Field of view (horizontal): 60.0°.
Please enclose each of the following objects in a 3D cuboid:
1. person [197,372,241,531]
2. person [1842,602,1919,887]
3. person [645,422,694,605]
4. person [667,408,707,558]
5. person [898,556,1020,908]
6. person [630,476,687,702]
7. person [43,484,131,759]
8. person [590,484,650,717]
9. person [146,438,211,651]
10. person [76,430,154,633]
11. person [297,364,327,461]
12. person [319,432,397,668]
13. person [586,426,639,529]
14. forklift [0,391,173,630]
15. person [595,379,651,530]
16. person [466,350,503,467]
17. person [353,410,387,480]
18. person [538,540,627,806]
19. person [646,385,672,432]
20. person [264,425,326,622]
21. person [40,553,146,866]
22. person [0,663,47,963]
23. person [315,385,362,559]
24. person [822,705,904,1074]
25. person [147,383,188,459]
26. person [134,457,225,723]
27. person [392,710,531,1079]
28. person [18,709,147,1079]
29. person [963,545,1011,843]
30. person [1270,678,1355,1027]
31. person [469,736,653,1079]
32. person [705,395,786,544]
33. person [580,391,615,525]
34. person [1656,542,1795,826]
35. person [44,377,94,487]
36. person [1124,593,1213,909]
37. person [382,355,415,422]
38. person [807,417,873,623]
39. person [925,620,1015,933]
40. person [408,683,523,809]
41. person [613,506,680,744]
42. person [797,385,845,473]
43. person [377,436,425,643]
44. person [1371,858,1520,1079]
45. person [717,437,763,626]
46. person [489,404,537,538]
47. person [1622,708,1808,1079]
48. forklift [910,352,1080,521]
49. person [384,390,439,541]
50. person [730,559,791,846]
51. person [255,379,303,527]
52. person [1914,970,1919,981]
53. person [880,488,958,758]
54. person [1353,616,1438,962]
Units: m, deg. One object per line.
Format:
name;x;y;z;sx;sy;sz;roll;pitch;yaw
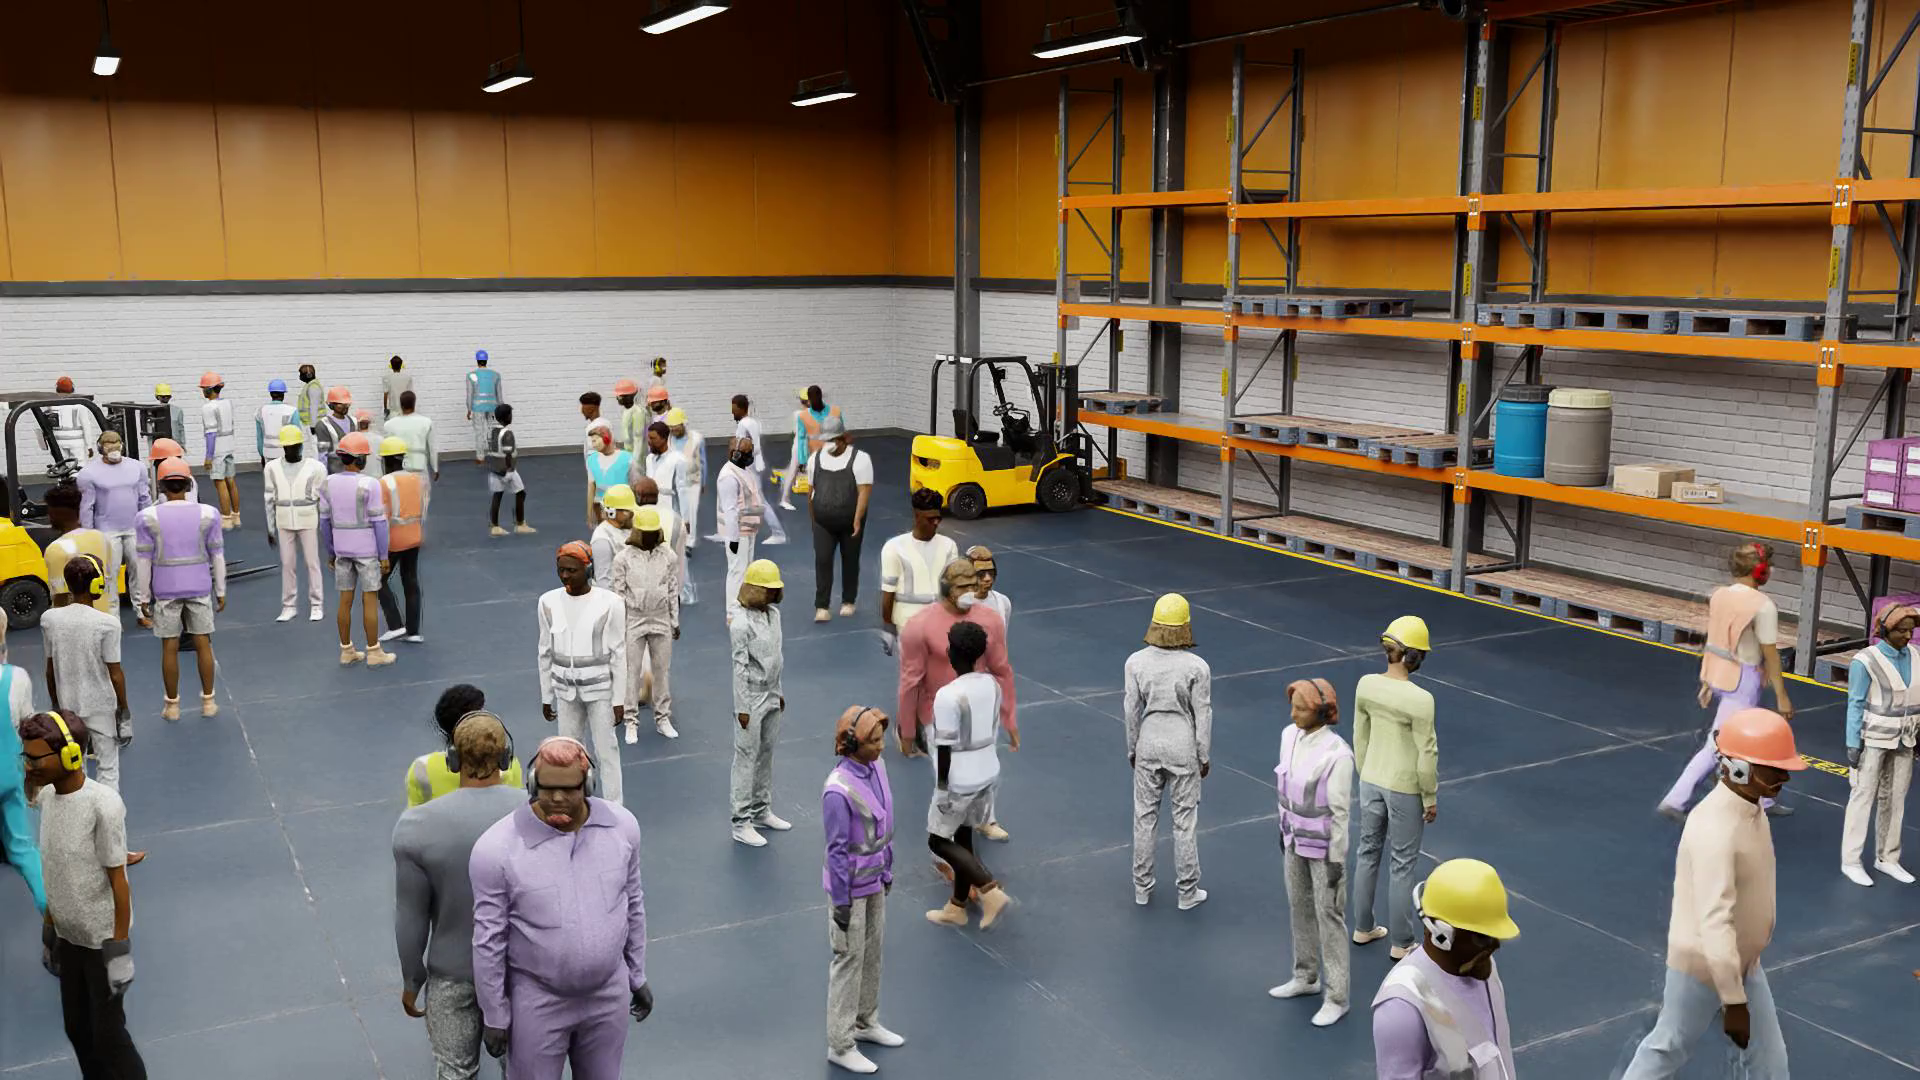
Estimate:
person;-9.557;-1.137;21.400;0.396;2.042;0.610;1;10;5
person;5.233;1.150;9.424;0.525;1.631;0.320;-3;10;-17
person;-3.051;-0.238;16.664;0.870;1.880;0.612;-8;13;-39
person;-3.282;-0.684;19.597;0.599;1.762;0.998;-1;10;-4
person;0.052;1.048;9.163;0.645;1.911;0.810;-6;12;-32
person;-2.438;0.418;13.121;0.665;1.819;0.583;-6;12;-33
person;-6.214;0.588;11.760;0.445;1.968;0.686;1;10;4
person;-2.620;0.468;12.811;0.403;1.818;0.604;1;10;8
person;-7.040;0.044;14.949;0.385;1.929;0.547;0;10;-1
person;-7.922;-0.079;15.657;0.379;1.929;0.636;9;13;42
person;-10.128;-1.832;26.011;0.429;1.836;0.627;-4;11;-22
person;-5.188;0.086;14.360;0.615;2.041;0.386;3;10;16
person;-3.561;-0.294;17.215;0.584;1.804;0.513;5;11;25
forklift;-9.026;-0.363;16.508;1.214;2.155;2.313;6;11;29
person;-4.153;-1.028;20.913;0.995;1.989;0.618;-6;11;-29
person;-7.943;-2.197;27.775;0.617;1.946;0.393;-7;12;-33
person;-7.085;-0.699;19.843;0.560;1.701;0.856;-3;10;-19
person;-2.265;0.927;10.017;0.568;1.878;0.351;2;10;13
person;-3.721;-0.965;20.751;0.388;1.929;0.547;-7;12;-36
person;-6.429;-0.161;16.119;0.590;1.925;0.383;-1;10;-7
person;-5.024;1.005;9.611;0.510;1.861;0.324;1;10;8
person;-4.832;1.247;8.344;0.861;1.818;0.517;5;11;29
person;-7.155;-0.774;19.314;0.389;2.041;0.614;5;11;25
person;-0.449;1.517;7.311;0.314;1.631;0.525;3;10;19
person;-11.033;-1.303;23.154;0.311;1.768;0.533;9;13;40
person;-5.950;0.378;12.725;0.611;2.032;0.411;-6;11;-31
person;-1.739;1.576;6.132;0.636;1.928;0.383;-5;11;-25
person;-3.389;1.557;6.451;0.525;1.854;0.333;6;11;30
person;0.099;0.939;10.018;0.507;1.847;0.351;-6;12;-32
person;1.648;1.435;7.790;0.313;1.630;0.520;-4;11;-22
person;-1.393;1.620;5.937;0.652;1.902;0.402;-7;12;-36
person;-2.609;-0.858;20.369;1.000;1.857;0.576;-1;10;-5
person;-4.274;-0.789;19.693;0.428;1.945;0.606;2;10;9
person;4.809;0.906;10.348;0.963;1.803;0.585;0;10;-2
person;-12.159;-1.290;22.739;0.584;1.883;0.346;-1;10;-5
person;1.140;1.150;9.098;0.485;1.744;0.295;4;11;21
person;-9.303;-2.127;27.601;0.509;1.872;0.329;-4;11;-22
person;-1.197;-0.217;16.114;0.678;2.000;0.931;1;10;8
person;0.077;1.254;8.697;0.508;1.674;0.531;6;12;33
person;-2.213;1.471;7.452;0.531;1.661;0.813;1;10;8
person;-2.282;0.615;12.183;0.484;1.743;0.298;-5;11;-27
person;-1.789;-1.084;21.601;0.621;1.864;0.654;0;10;2
person;-5.156;0.006;15.191;0.500;1.910;0.604;5;11;25
person;1.448;1.826;4.962;0.404;1.828;0.587;8;13;38
person;-2.100;-0.077;15.922;0.429;1.831;0.635;1;10;6
person;-5.641;-0.875;20.907;0.680;1.670;0.549;-8;13;-40
person;2.882;1.569;6.112;1.024;1.934;0.656;9;13;41
forklift;0.460;-1.461;22.833;2.313;2.155;1.214;-5;11;-28
person;-6.699;-0.870;20.292;0.626;1.899;0.670;-1;10;-8
person;-1.206;0.971;10.133;0.325;1.740;0.492;4;11;23
person;-8.826;-1.122;21.626;0.605;1.939;0.415;1;10;6
person;4.783;1.424;7.872;0.542;1.611;0.513;5;11;28
person;-0.261;0.592;11.704;0.629;1.948;0.455;-7;12;-33
person;2.225;1.253;8.463;0.326;1.760;0.524;-6;12;-32
